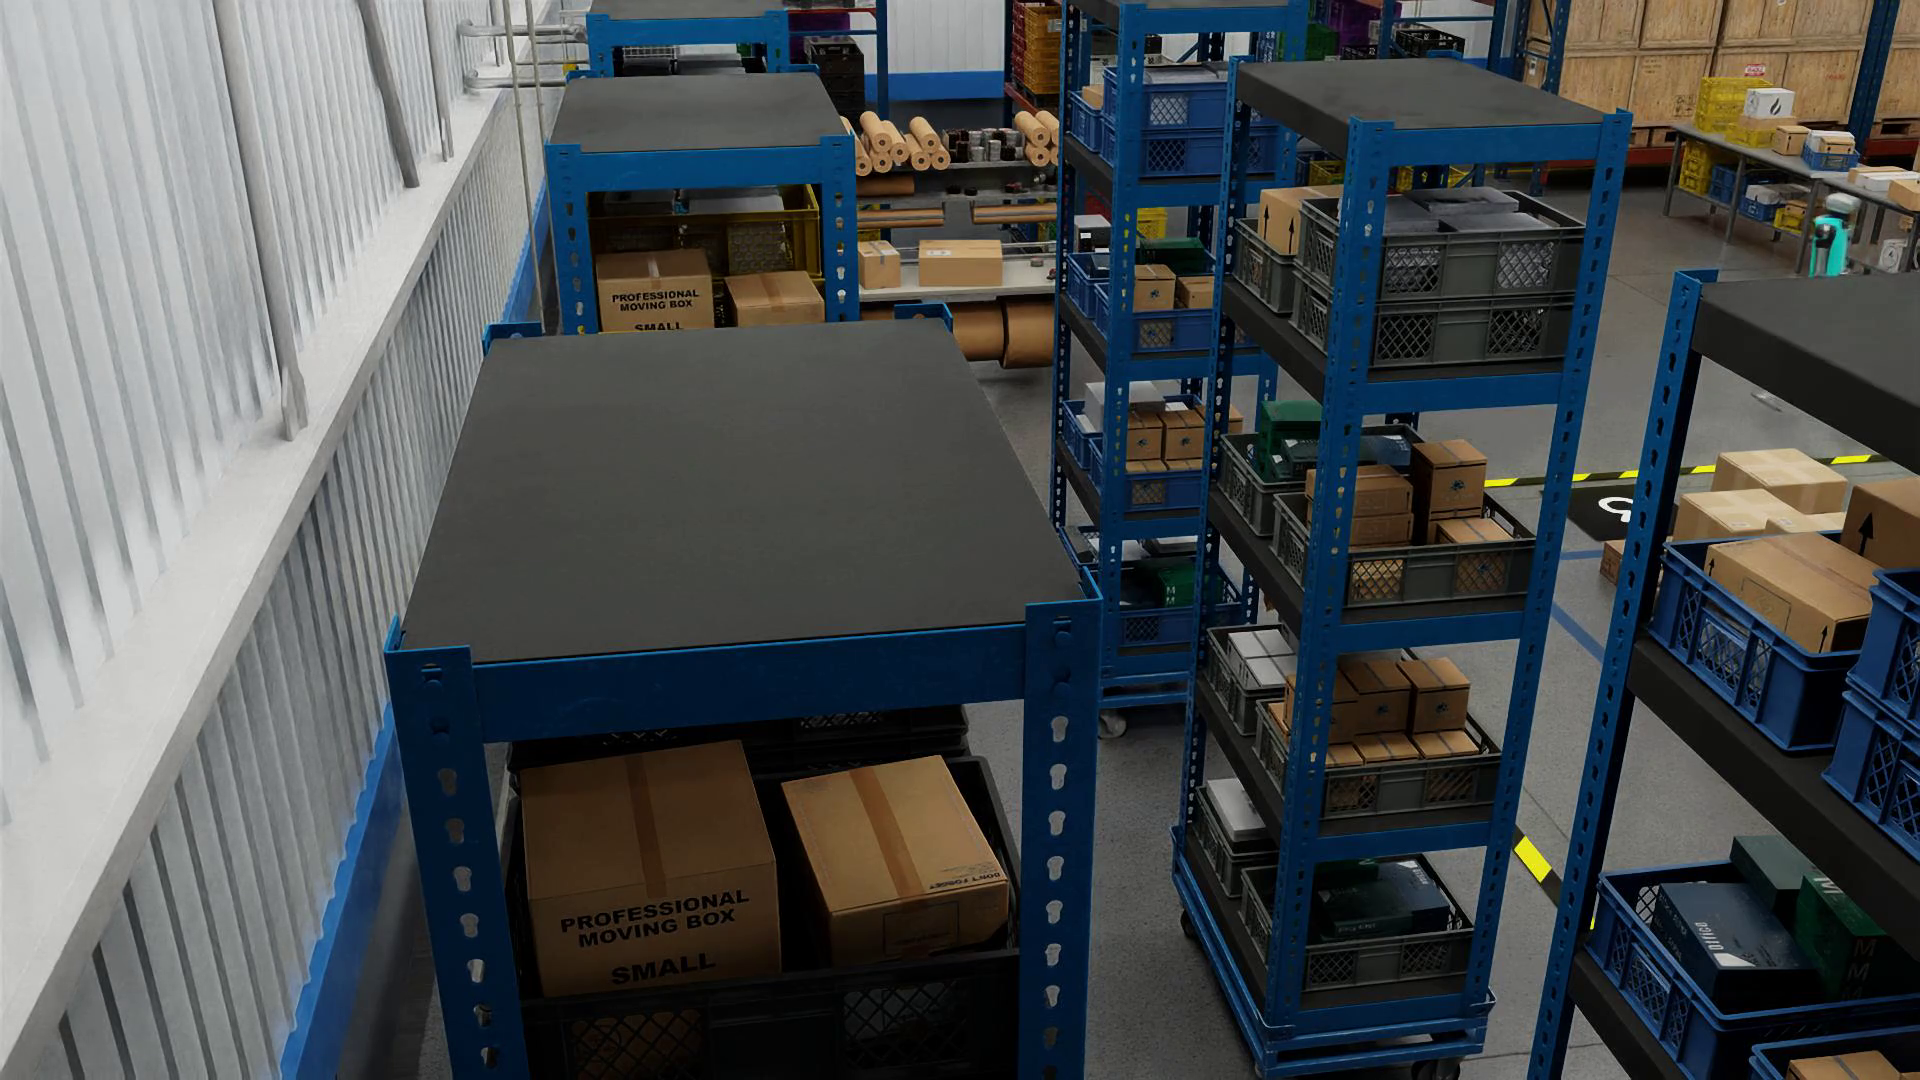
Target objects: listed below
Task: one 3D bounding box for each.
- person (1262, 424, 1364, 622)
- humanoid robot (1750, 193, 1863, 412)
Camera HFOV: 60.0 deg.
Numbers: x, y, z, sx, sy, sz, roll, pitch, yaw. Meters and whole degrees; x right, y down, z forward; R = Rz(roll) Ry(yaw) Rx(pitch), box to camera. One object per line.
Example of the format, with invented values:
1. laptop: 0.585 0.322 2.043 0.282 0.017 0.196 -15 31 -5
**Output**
1. person: 1.734 0.189 7.992 0.591 1.852 0.362 -2 25 -3
2. humanoid robot: 6.434 -1.618 12.089 1.039 1.750 0.548 17 30 33
